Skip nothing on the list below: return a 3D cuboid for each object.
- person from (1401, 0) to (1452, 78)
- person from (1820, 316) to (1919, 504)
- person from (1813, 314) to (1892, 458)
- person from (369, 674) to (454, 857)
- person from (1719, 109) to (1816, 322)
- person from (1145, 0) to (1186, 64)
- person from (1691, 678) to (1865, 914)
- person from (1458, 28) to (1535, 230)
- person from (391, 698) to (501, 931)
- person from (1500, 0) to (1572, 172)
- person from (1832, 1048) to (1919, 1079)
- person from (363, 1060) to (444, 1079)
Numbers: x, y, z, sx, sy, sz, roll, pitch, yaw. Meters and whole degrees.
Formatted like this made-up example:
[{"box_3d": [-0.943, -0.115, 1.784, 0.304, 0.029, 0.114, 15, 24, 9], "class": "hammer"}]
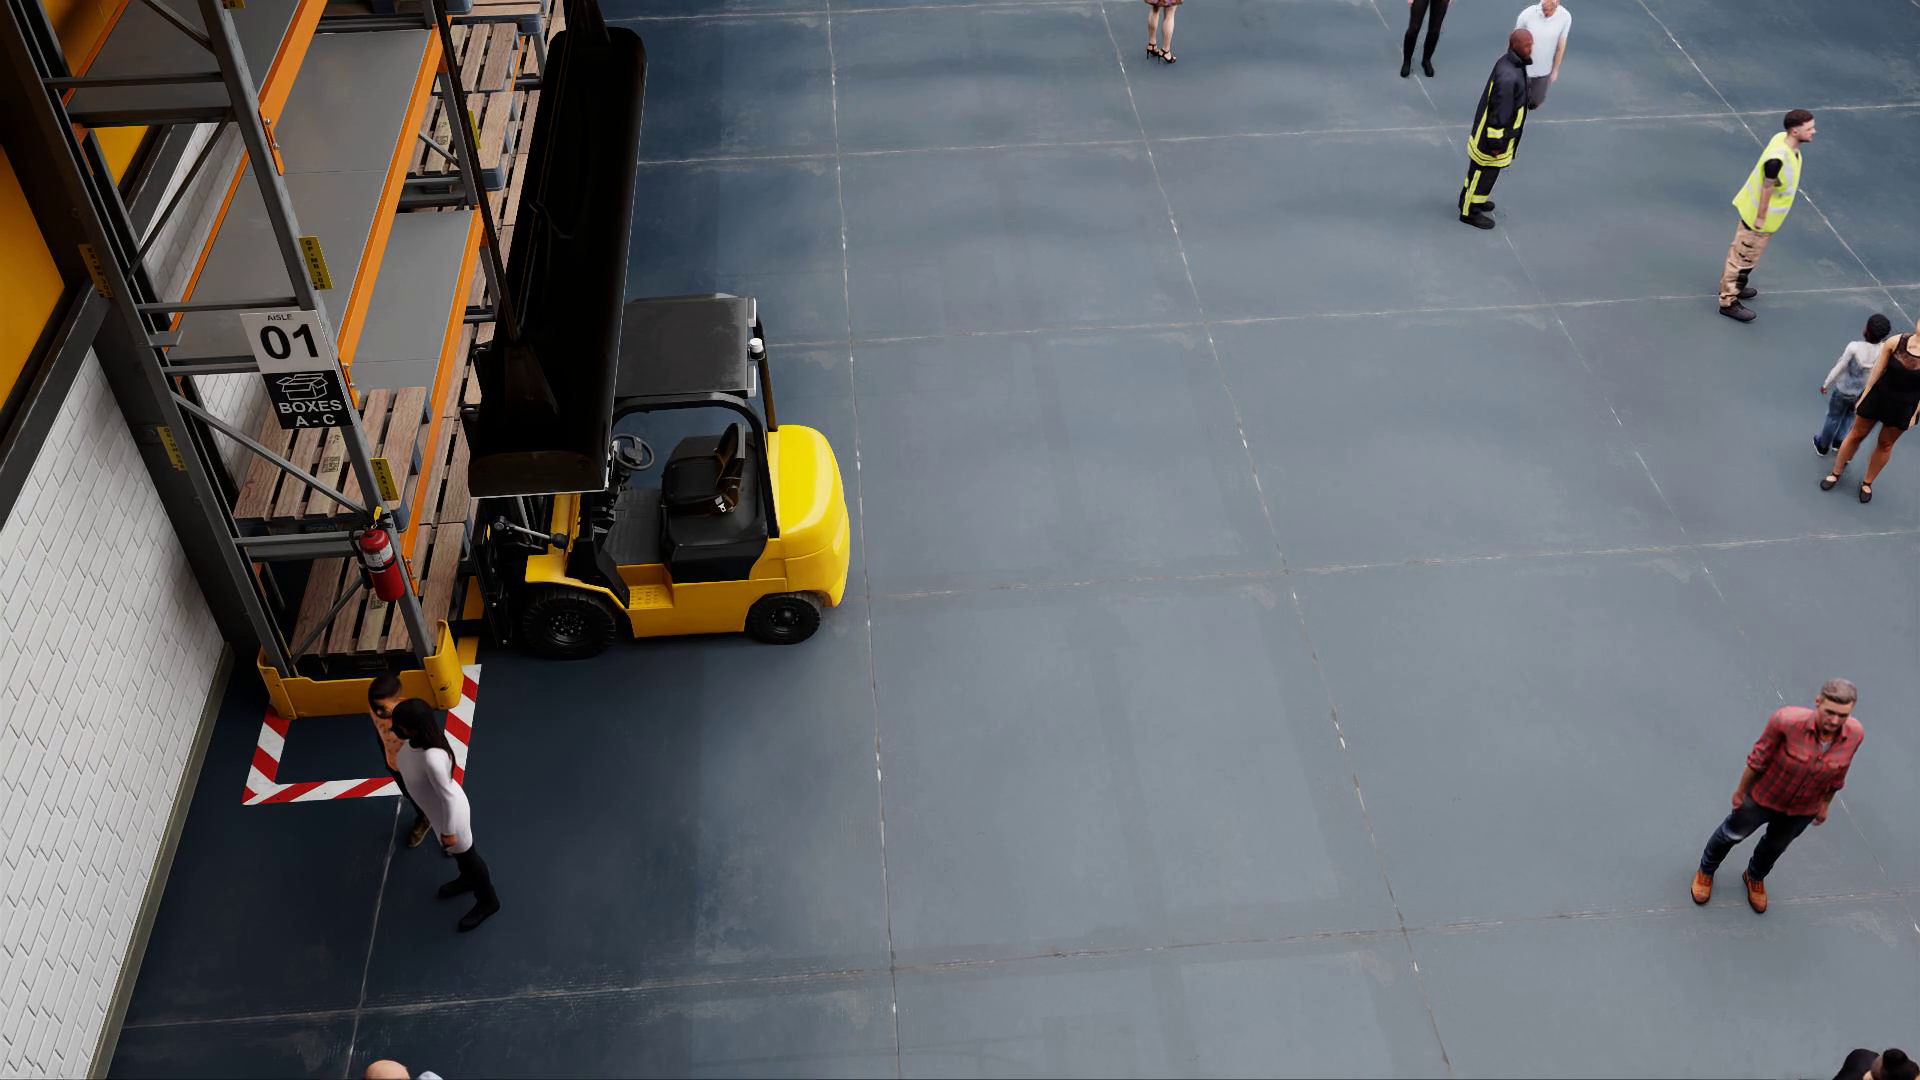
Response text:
[{"box_3d": [4.713, -5.483, 16.657, 0.623, 1.687, 0.562, 1, 44, 1], "class": "person"}, {"box_3d": [6.704, -1.000, 11.961, 0.678, 1.675, 0.723, 24, 48, 23], "class": "person"}, {"box_3d": [6.661, -1.111, 12.381, 0.553, 1.255, 0.566, 7, 44, 7], "class": "person"}, {"box_3d": [-3.190, 1.288, 9.716, 0.589, 1.457, 0.597, 14, 45, 14], "class": "person"}, {"box_3d": [6.592, -2.697, 13.617, 0.901, 1.847, 0.824, 18, 47, 18], "class": "person"}, {"box_3d": [2.103, -5.698, 16.820, 0.857, 1.773, 0.776, -27, 50, -26], "class": "person"}, {"box_3d": [4.613, 1.410, 9.317, 0.744, 1.831, 0.660, 8, 44, 9], "class": "person"}, {"box_3d": [4.724, -3.649, 14.635, 0.907, 1.820, 0.773, 13, 45, 13], "class": "person"}, {"box_3d": [-2.857, 1.493, 9.247, 0.747, 1.808, 0.623, -23, 48, -23], "class": "person"}, {"box_3d": [5.283, -4.405, 15.445, 0.791, 1.799, 1.140, 5, 44, 5], "class": "person"}, {"box_3d": [3.983, 2.840, 7.826, 1.041, 1.818, 1.181, 11, 45, 12], "class": "person"}, {"box_3d": [-2.469, 2.928, 7.753, 0.770, 1.791, 0.622, 10, 45, 11], "class": "person"}]
